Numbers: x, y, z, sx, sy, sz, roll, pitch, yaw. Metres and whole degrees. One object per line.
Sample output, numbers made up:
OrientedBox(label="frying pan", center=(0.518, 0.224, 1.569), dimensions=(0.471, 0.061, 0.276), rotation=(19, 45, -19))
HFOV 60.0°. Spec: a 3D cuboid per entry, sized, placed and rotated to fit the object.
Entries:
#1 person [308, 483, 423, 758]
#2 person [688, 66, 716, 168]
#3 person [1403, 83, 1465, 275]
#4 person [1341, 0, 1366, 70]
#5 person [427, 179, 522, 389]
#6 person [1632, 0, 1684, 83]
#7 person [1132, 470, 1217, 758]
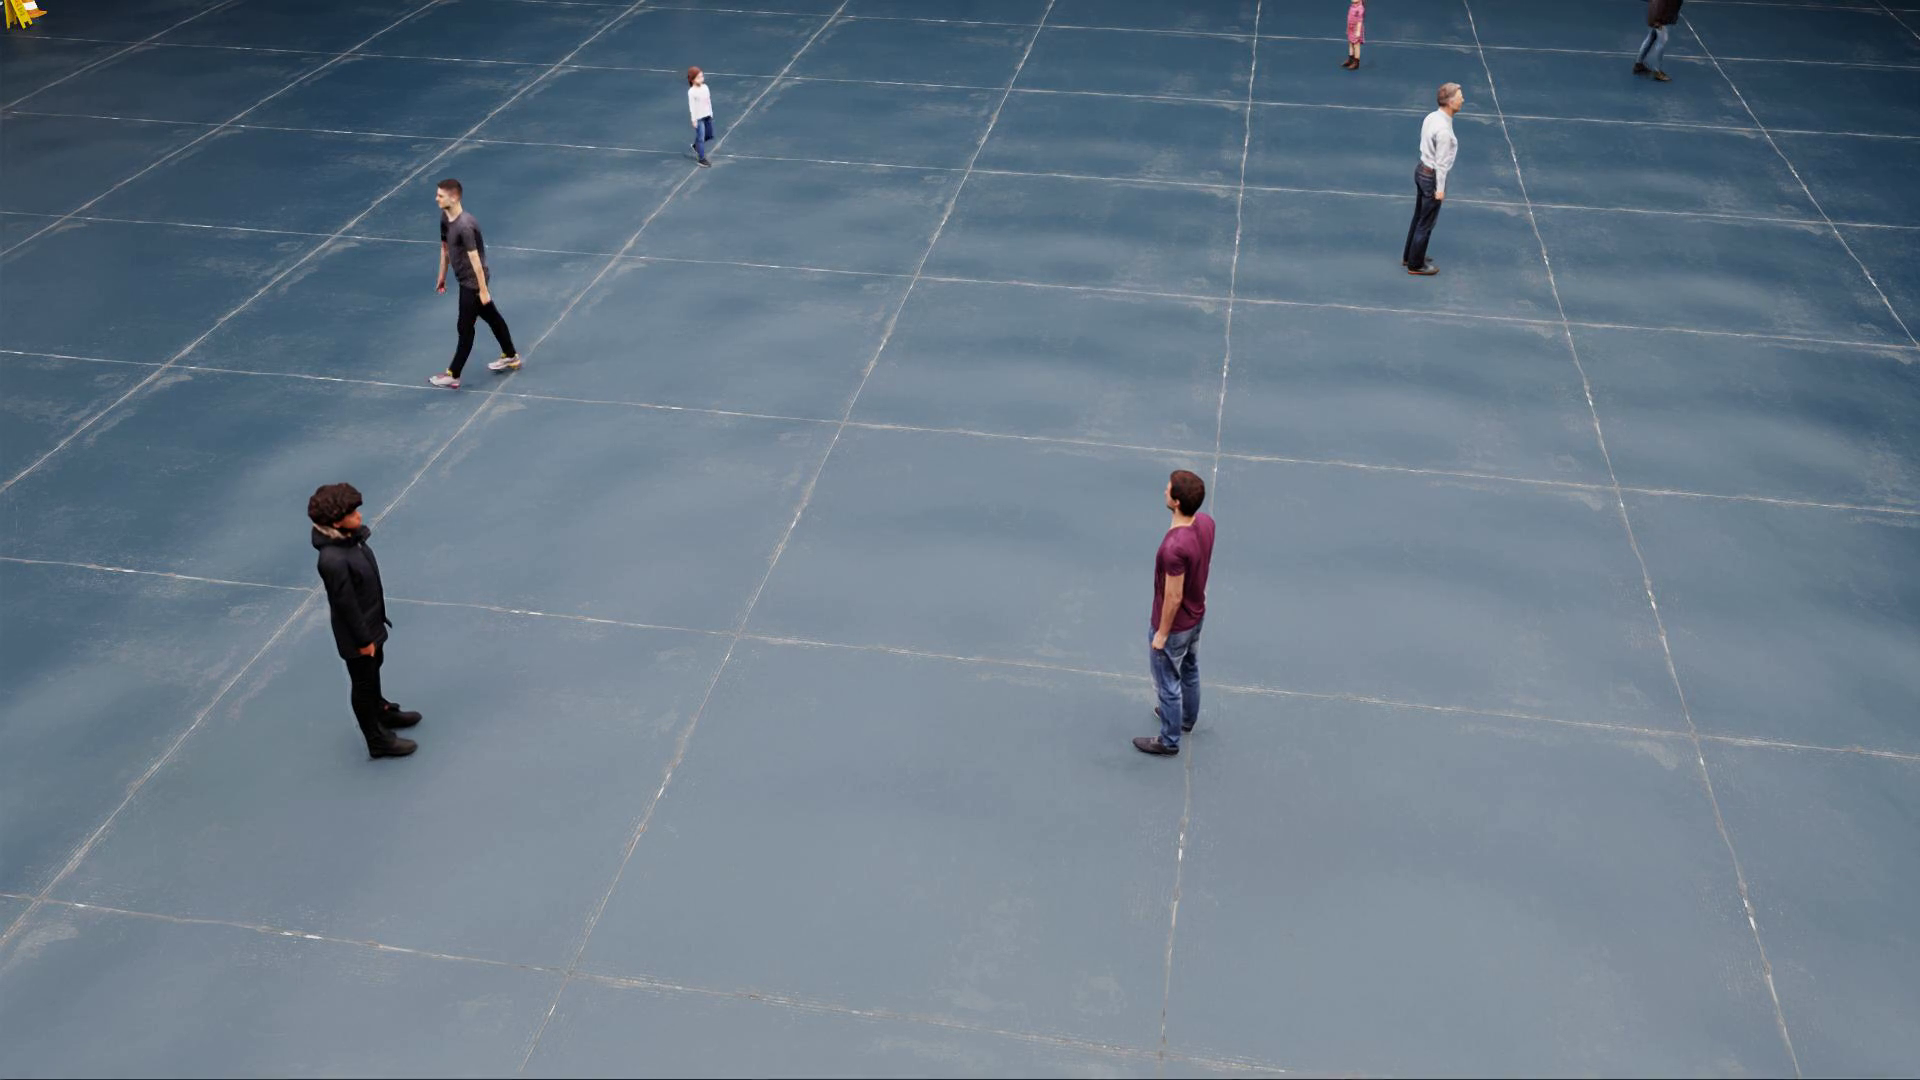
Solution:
OrientedBox(label="person", center=(-3.466, 0.457, 9.553), dimensions=(0.690, 1.774, 0.697), rotation=(-5, 33, -8))
OrientedBox(label="person", center=(-2.890, -4.686, 18.336), dimensions=(0.651, 1.102, 0.568), rotation=(22, 38, 30))
OrientedBox(label="person", center=(4.441, -3.411, 15.644), dimensions=(0.629, 1.818, 0.681), rotation=(-2, 32, -3))
OrientedBox(label="person", center=(5.112, -6.617, 21.474), dimensions=(0.546, 1.020, 0.502), rotation=(-11, 34, -17))
OrientedBox(label="person", center=(-3.940, -2.133, 13.707), dimensions=(1.149, 1.722, 1.087), rotation=(-21, 38, -29))
OrientedBox(label="person", center=(8.830, -6.636, 20.955), dimensions=(0.886, 1.605, 0.783), rotation=(18, 37, 27))
OrientedBox(label="person", center=(1.257, 0.423, 9.532), dimensions=(0.691, 1.854, 0.724), rotation=(18, 36, 26))
